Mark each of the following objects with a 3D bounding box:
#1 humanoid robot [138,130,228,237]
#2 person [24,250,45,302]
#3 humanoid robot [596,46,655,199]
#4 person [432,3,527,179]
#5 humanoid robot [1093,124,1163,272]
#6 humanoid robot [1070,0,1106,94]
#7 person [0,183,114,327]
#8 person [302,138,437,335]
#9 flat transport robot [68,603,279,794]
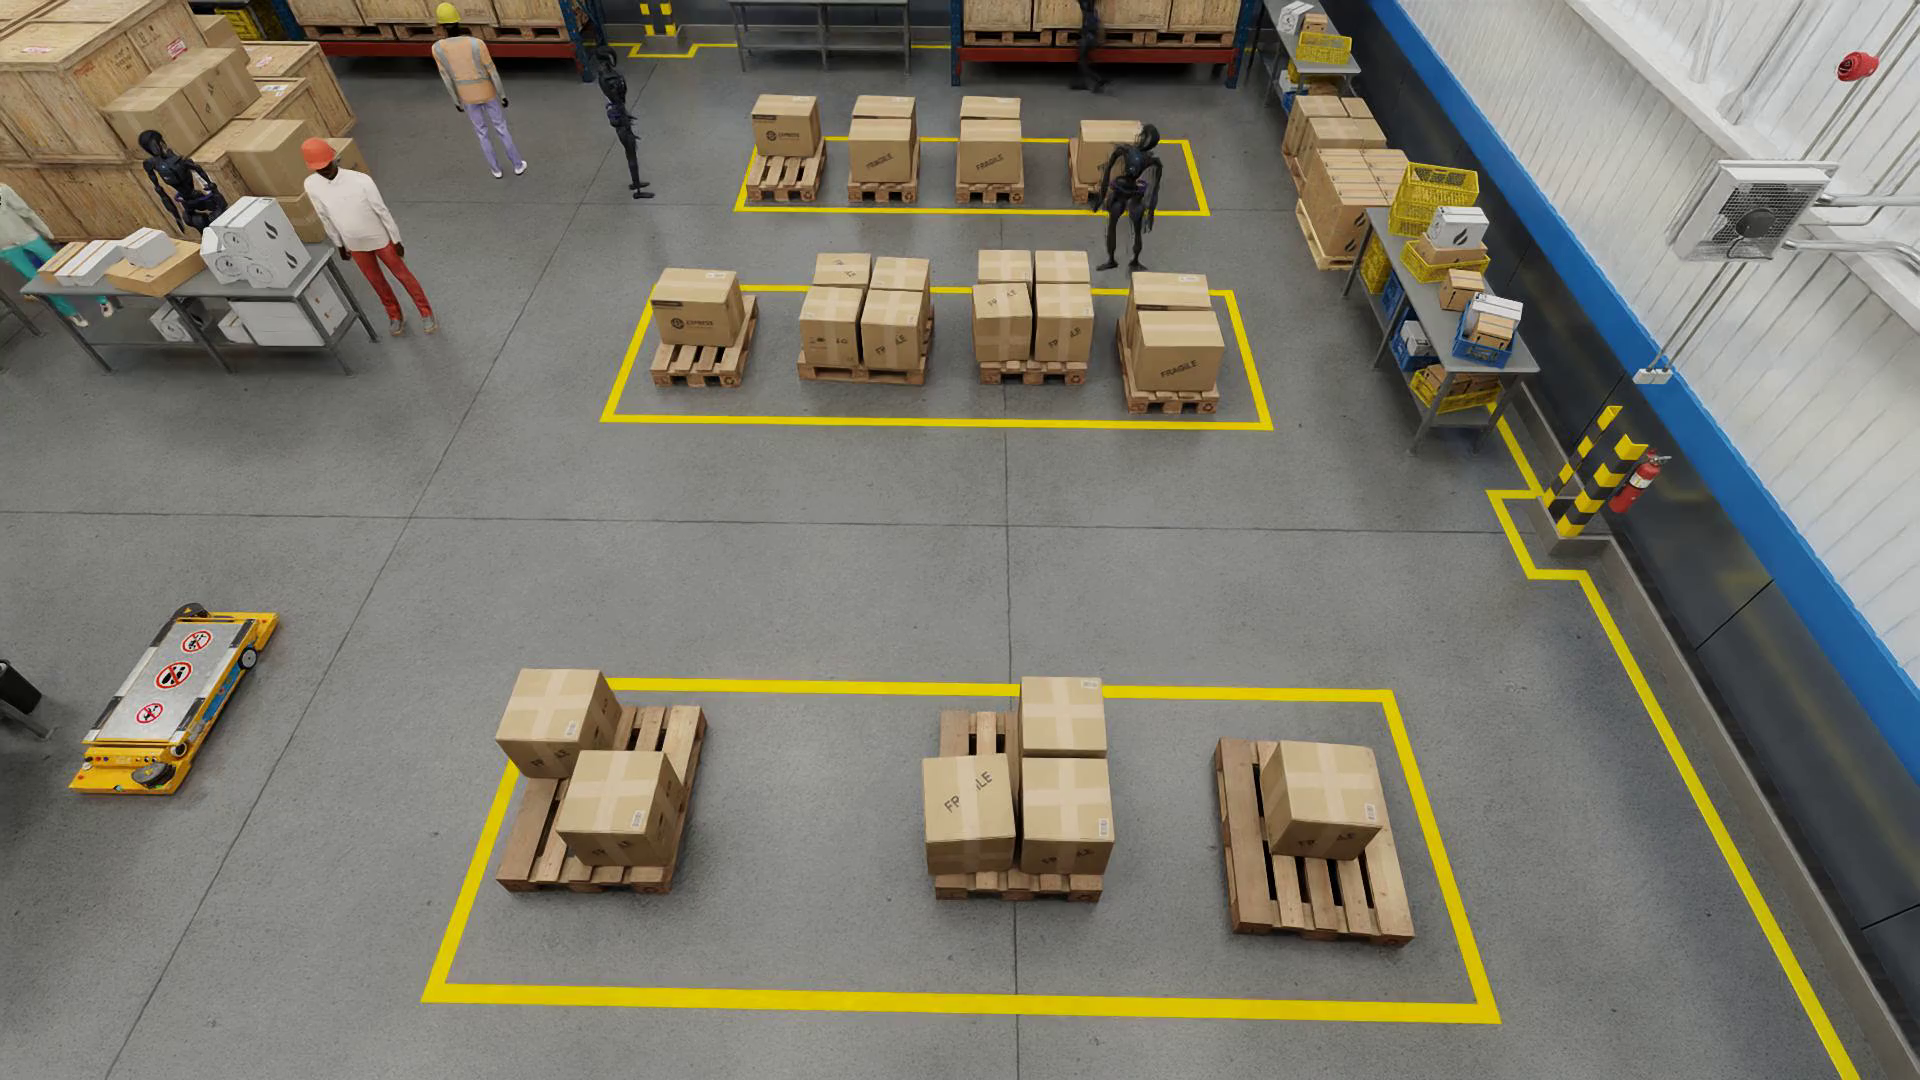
[{"bbox_3d":[-7.630,-3.309,9.236,0.612,1.656,0.318,-4,50,-4],"label":"humanoid robot"},{"bbox_3d":[-9.769,-3.328,9.023,0.536,2.000,0.676,-17,52,-14],"label":"person"},{"bbox_3d":[-3.831,-4.763,10.468,0.343,1.657,0.618,-16,52,-13],"label":"humanoid robot"},{"bbox_3d":[-5.613,-5.190,10.672,0.593,1.925,0.366,-15,51,-12],"label":"person"},{"bbox_3d":[1.702,-3.460,9.382,0.657,1.628,0.414,17,52,14],"label":"humanoid robot"},{"bbox_3d":[1.727,-6.789,12.188,0.470,1.631,0.631,3,50,2],"label":"humanoid robot"},{"bbox_3d":[-8.998,-2.807,8.781,0.549,1.730,0.447,-35,58,-26],"label":"person"},{"bbox_3d":[-5.581,-2.812,8.623,0.615,1.986,0.397,-7,50,-5],"label":"person"},{"bbox_3d":[-5.504,1.072,6.442,0.652,0.197,1.431,1,50,1],"label":"flat transport robot"}]
